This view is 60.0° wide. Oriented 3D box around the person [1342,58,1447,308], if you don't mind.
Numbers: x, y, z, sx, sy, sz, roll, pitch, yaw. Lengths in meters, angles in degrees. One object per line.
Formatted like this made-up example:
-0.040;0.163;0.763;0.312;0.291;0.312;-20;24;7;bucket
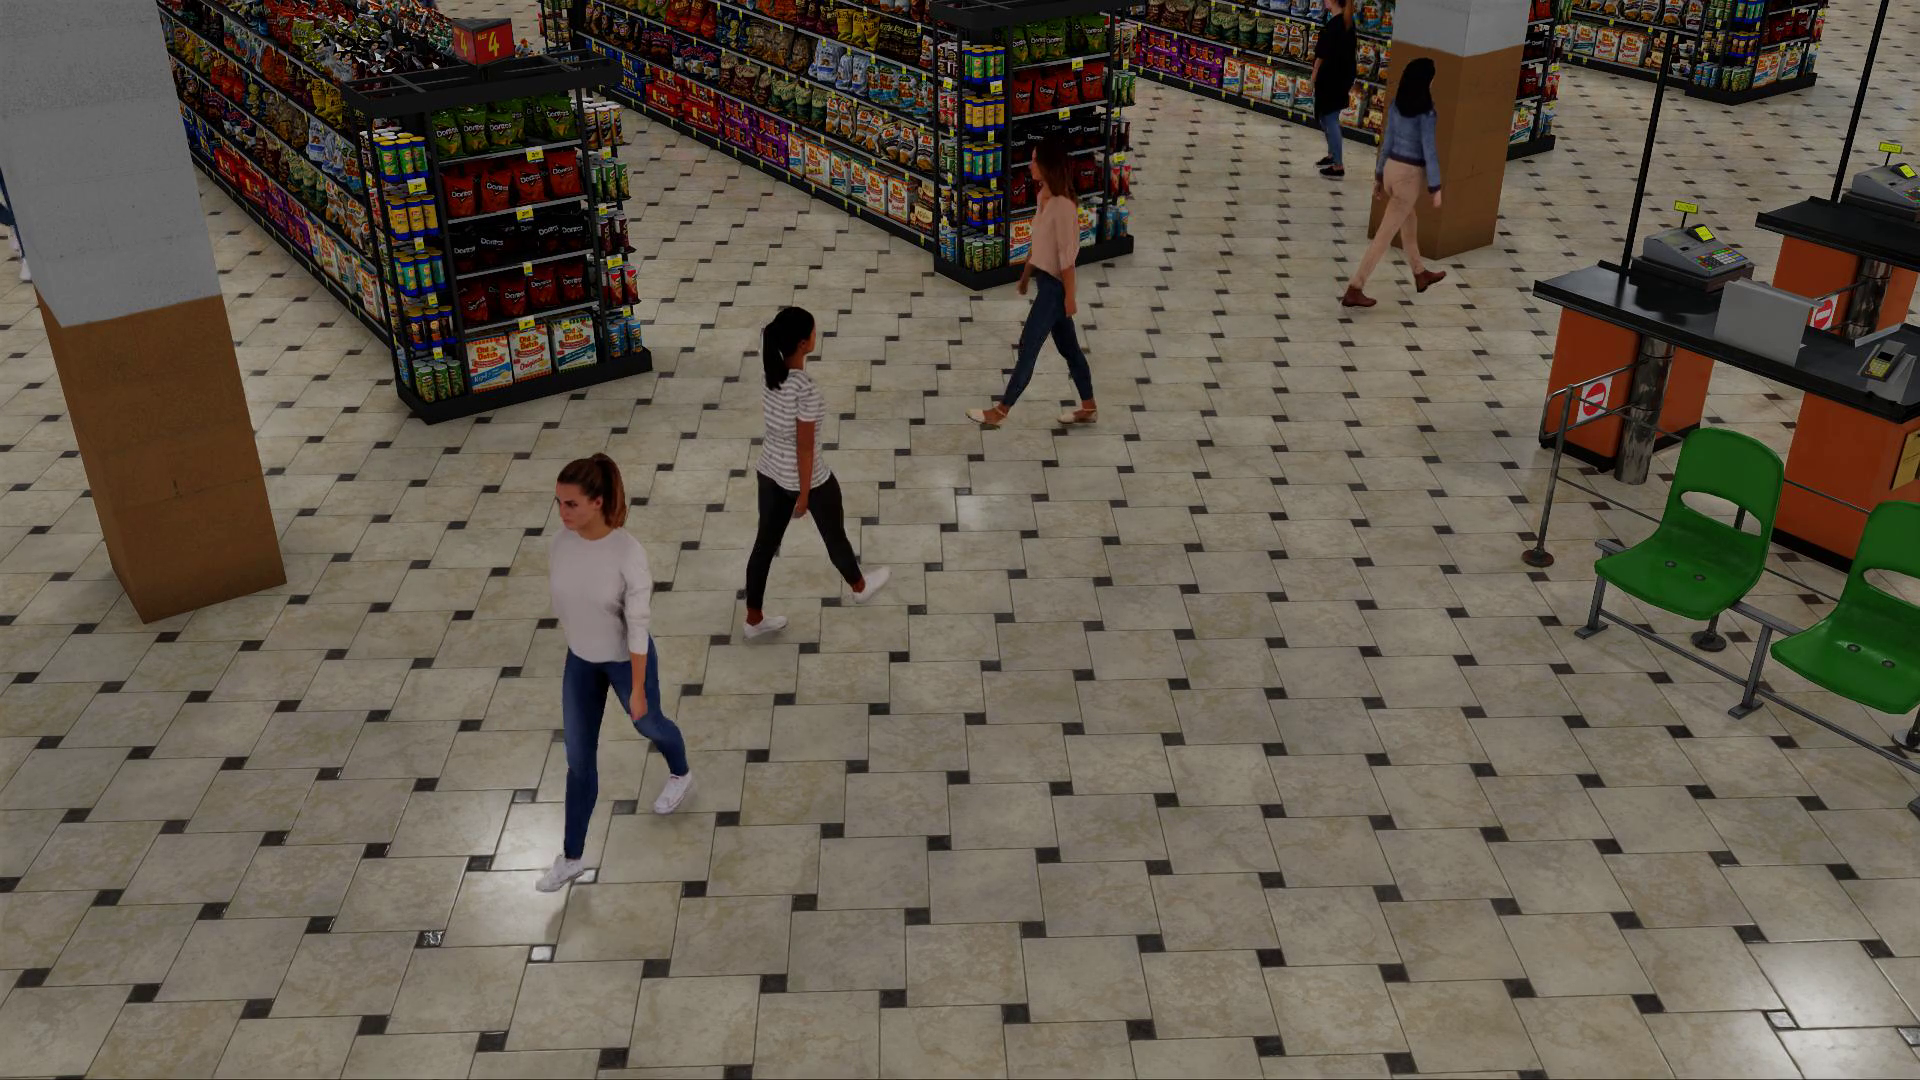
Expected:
3.003;-2.424;11.582;0.863;1.720;1.165;-11;30;-19;person

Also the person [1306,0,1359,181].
3.336;-3.950;14.437;0.757;1.663;0.695;24;37;37;person

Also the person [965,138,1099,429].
0.645;-1.462;9.785;1.000;1.754;1.094;-4;29;-7;person

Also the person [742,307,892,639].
-0.844;-0.259;7.740;0.724;1.602;1.013;-24;37;-37;person

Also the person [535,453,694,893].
-1.272;0.457;6.355;1.159;1.673;1.045;13;31;23;person
